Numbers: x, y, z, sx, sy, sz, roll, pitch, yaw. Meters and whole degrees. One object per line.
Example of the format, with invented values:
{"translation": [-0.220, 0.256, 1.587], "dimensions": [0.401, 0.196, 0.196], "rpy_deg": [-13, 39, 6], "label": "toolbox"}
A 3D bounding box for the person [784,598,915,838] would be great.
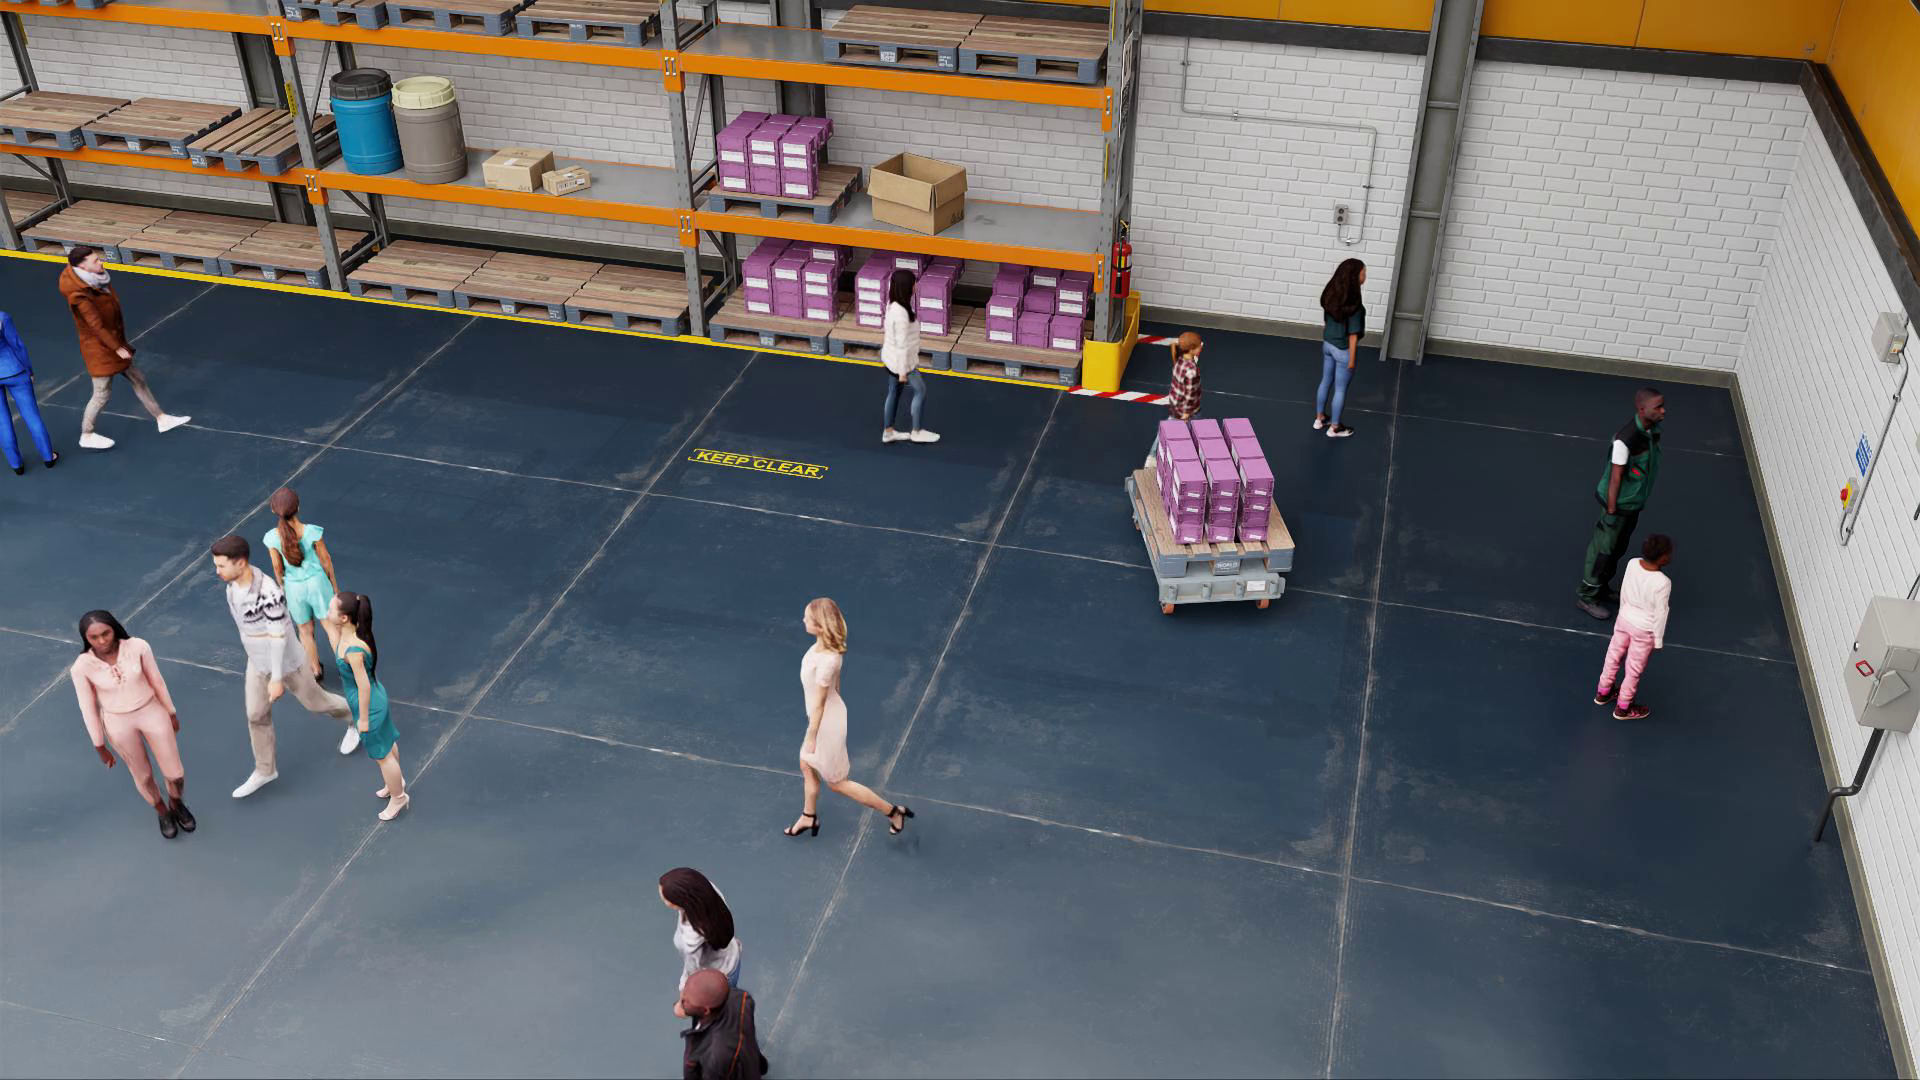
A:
{"translation": [-0.709, 1.141, 9.973], "dimensions": [1.110, 1.803, 0.770], "rpy_deg": [0, 34, 0], "label": "person"}

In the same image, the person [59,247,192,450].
{"translation": [-7.330, -1.574, 14.067], "dimensions": [1.247, 1.792, 1.055], "rpy_deg": [-9, 35, -13], "label": "person"}

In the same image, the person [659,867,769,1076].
{"translation": [-1.166, 2.240, 8.509], "dimensions": [0.767, 1.594, 0.753], "rpy_deg": [4, 34, 5], "label": "person"}

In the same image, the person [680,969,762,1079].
{"translation": [-1.057, 2.634, 7.713], "dimensions": [0.694, 1.819, 0.756], "rpy_deg": [-1, 34, -1], "label": "person"}

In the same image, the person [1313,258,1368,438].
{"translation": [3.279, -1.665, 14.365], "dimensions": [0.762, 1.615, 0.708], "rpy_deg": [-16, 37, -22], "label": "person"}

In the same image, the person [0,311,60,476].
{"translation": [-7.942, -1.338, 13.797], "dimensions": [0.676, 1.699, 0.761], "rpy_deg": [-14, 36, -19], "label": "person"}

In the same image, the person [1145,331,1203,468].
{"translation": [1.810, -1.131, 13.869], "dimensions": [0.991, 1.275, 0.825], "rpy_deg": [-8, 35, -12], "label": "person"}

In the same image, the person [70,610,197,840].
{"translation": [-5.035, 1.094, 10.131], "dimensions": [0.758, 1.707, 0.806], "rpy_deg": [-21, 39, -29], "label": "person"}

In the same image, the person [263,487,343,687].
{"translation": [-4.493, 0.312, 11.441], "dimensions": [0.618, 1.558, 0.702], "rpy_deg": [-9, 35, -14], "label": "person"}

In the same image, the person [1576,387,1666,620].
{"translation": [4.815, -0.294, 12.099], "dimensions": [0.776, 1.840, 0.779], "rpy_deg": [27, 42, 34], "label": "person"}

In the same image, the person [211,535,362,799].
{"translation": [-4.263, 0.712, 10.588], "dimensions": [1.219, 1.838, 0.981], "rpy_deg": [20, 38, 27], "label": "person"}

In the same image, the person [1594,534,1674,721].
{"translation": [4.560, 0.556, 11.175], "dimensions": [0.664, 1.447, 0.620], "rpy_deg": [-14, 36, -20], "label": "person"}

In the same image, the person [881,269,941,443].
{"translation": [-0.578, -1.536, 14.164], "dimensions": [0.860, 1.623, 0.795], "rpy_deg": [-11, 35, -16], "label": "person"}

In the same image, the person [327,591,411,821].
{"translation": [-3.653, 1.013, 10.271], "dimensions": [0.648, 1.686, 0.627], "rpy_deg": [-10, 35, -15], "label": "person"}
